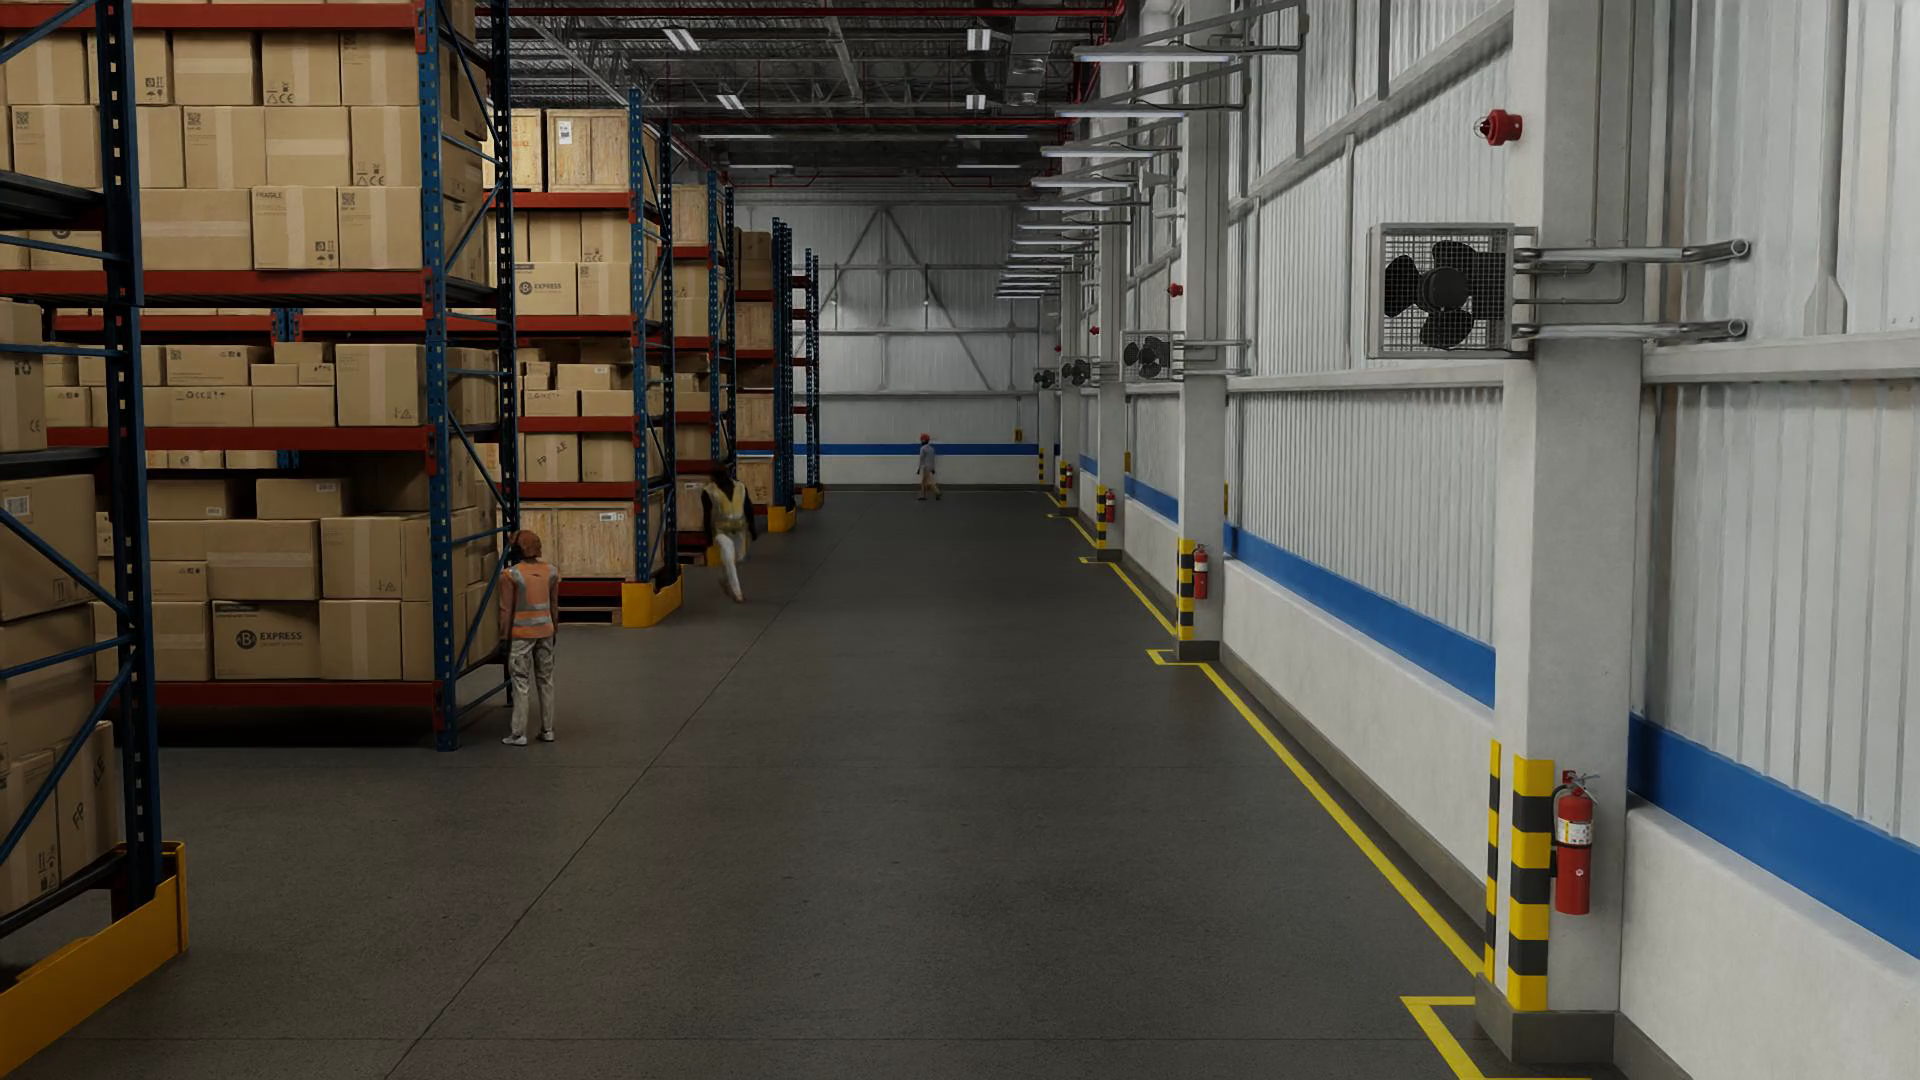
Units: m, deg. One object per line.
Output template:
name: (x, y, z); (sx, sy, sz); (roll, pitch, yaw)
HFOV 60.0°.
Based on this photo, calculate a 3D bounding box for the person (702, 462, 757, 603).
person: (-2.996, -0.111, 21.381); (0.660, 1.813, 0.778); (-3, 6, -30)

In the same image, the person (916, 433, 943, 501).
person: (-0.775, -1.826, 41.884); (0.758, 1.721, 0.554); (2, 5, 24)

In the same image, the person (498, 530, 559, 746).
person: (-3.241, 0.735, 12.552); (0.316, 1.631, 0.523); (4, 6, 39)
